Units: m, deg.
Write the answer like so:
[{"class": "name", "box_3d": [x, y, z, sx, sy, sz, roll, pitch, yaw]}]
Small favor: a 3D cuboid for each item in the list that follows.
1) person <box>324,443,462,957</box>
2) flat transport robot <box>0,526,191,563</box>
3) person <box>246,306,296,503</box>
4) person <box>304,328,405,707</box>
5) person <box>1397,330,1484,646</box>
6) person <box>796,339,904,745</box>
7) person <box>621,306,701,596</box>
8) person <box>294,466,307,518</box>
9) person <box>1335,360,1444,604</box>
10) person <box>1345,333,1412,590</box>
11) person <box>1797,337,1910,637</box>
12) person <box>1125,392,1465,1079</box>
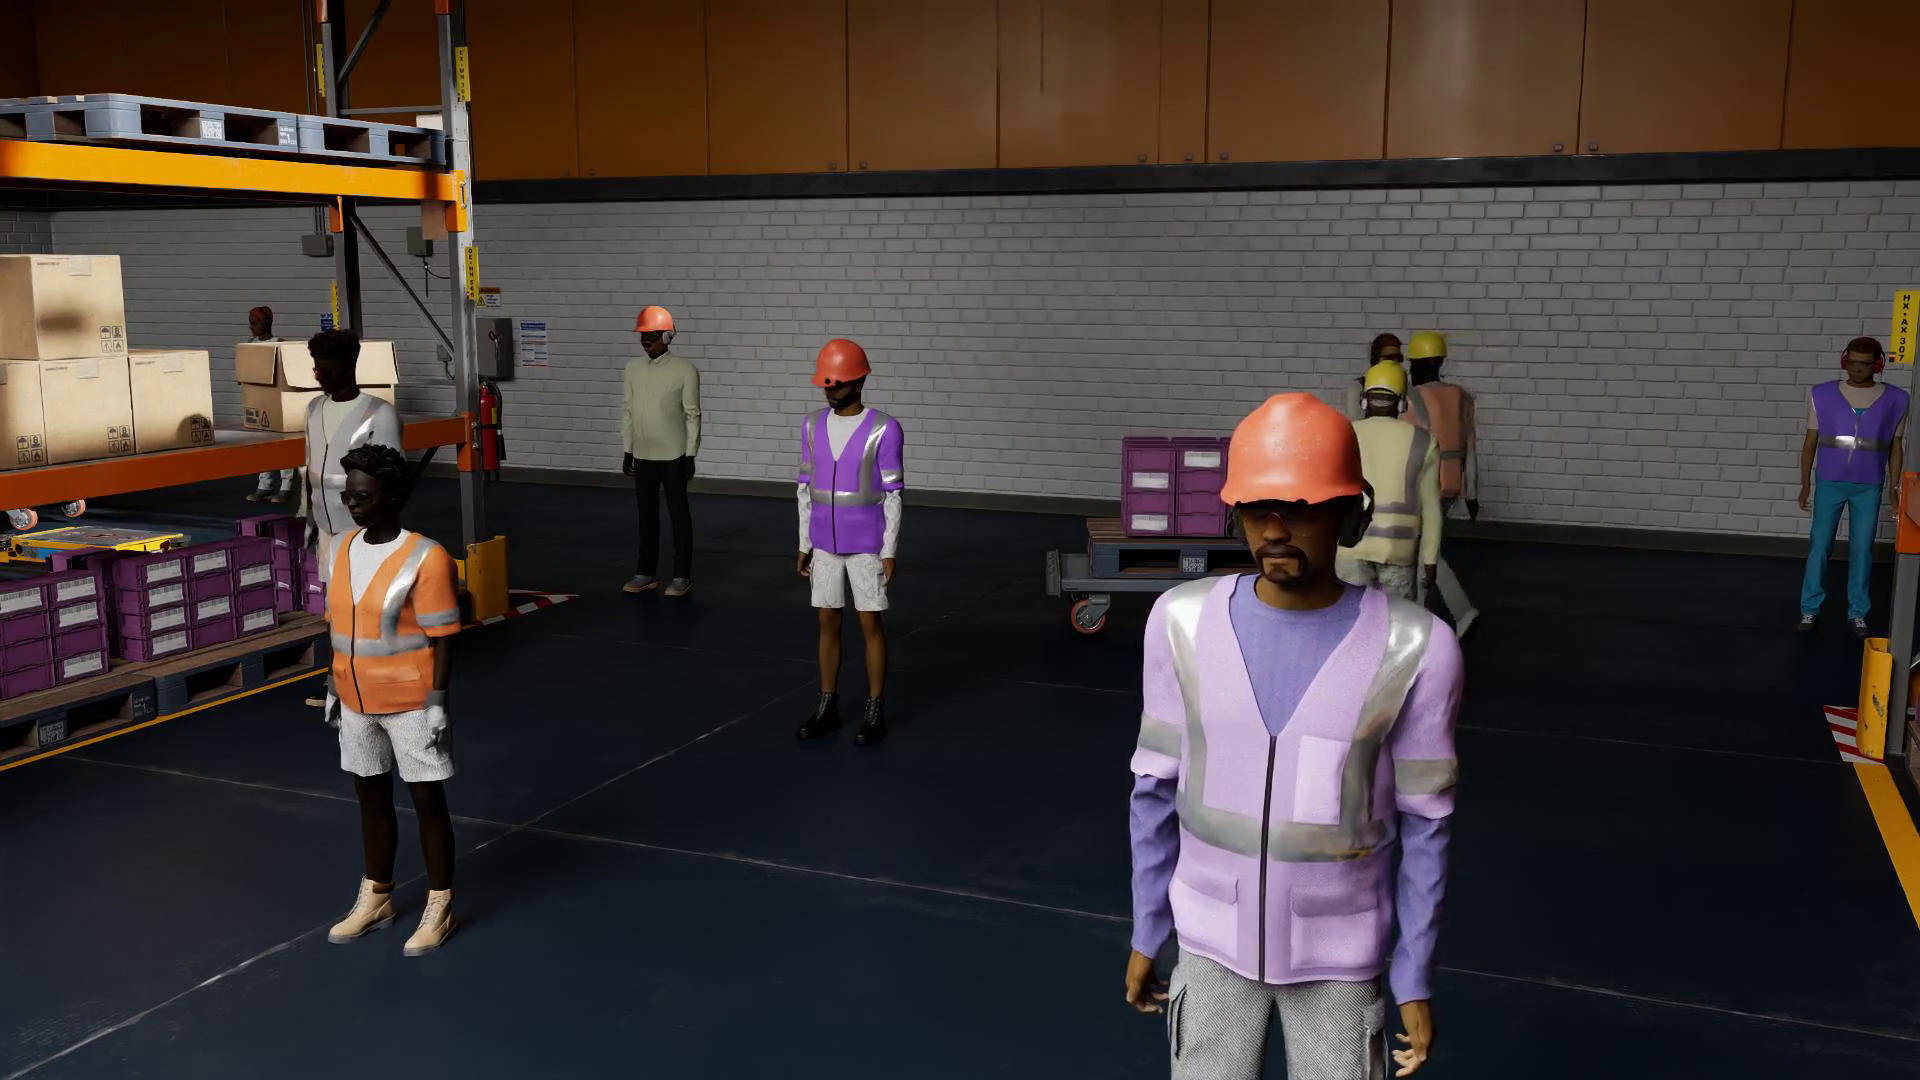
[{"class": "person", "box_3d": [-1.886, 0.525, 5.499, 0.529, 1.697, 0.321, 4, 10, 23]}, {"class": "flat transport robot", "box_3d": [-6.591, 0.058, 12.639, 1.431, 0.197, 0.652, 4, 10, 22]}, {"class": "person", "box_3d": [-6.638, -1.297, 15.972, 0.572, 1.886, 0.353, 4, 10, 23]}, {"class": "person", "box_3d": [-3.110, -0.098, 8.484, 0.600, 1.958, 0.378, 4, 10, 23]}, {"class": "person", "box_3d": [2.904, -0.320, 10.075, 0.604, 1.892, 0.893, -5, 11, -27]}, {"class": "person", "box_3d": [-0.538, 0.016, 7.889, 0.542, 1.928, 0.374, 4, 10, 23]}, {"class": "person", "box_3d": [-2.076, -0.611, 11.477, 0.609, 1.996, 0.379, 4, 10, 23]}, {"class": "person", "box_3d": [-5.543, -0.841, 14.114, 0.890, 1.586, 0.505, 7, 12, 35]}, {"class": "person", "box_3d": [2.028, 0.035, 8.102, 0.609, 1.810, 0.490, 2, 10, 14]}, {"class": "person", "box_3d": [2.759, -0.446, 10.978, 0.503, 1.826, 0.462, -2, 10, -13]}, {"class": "person", "box_3d": [5.479, -0.327, 10.239, 0.563, 1.837, 0.388, 4, 10, 23]}, {"class": "person", "box_3d": [0.597, 0.747, 3.106, 0.605, 2.045, 0.380, 4, 10, 23]}]
